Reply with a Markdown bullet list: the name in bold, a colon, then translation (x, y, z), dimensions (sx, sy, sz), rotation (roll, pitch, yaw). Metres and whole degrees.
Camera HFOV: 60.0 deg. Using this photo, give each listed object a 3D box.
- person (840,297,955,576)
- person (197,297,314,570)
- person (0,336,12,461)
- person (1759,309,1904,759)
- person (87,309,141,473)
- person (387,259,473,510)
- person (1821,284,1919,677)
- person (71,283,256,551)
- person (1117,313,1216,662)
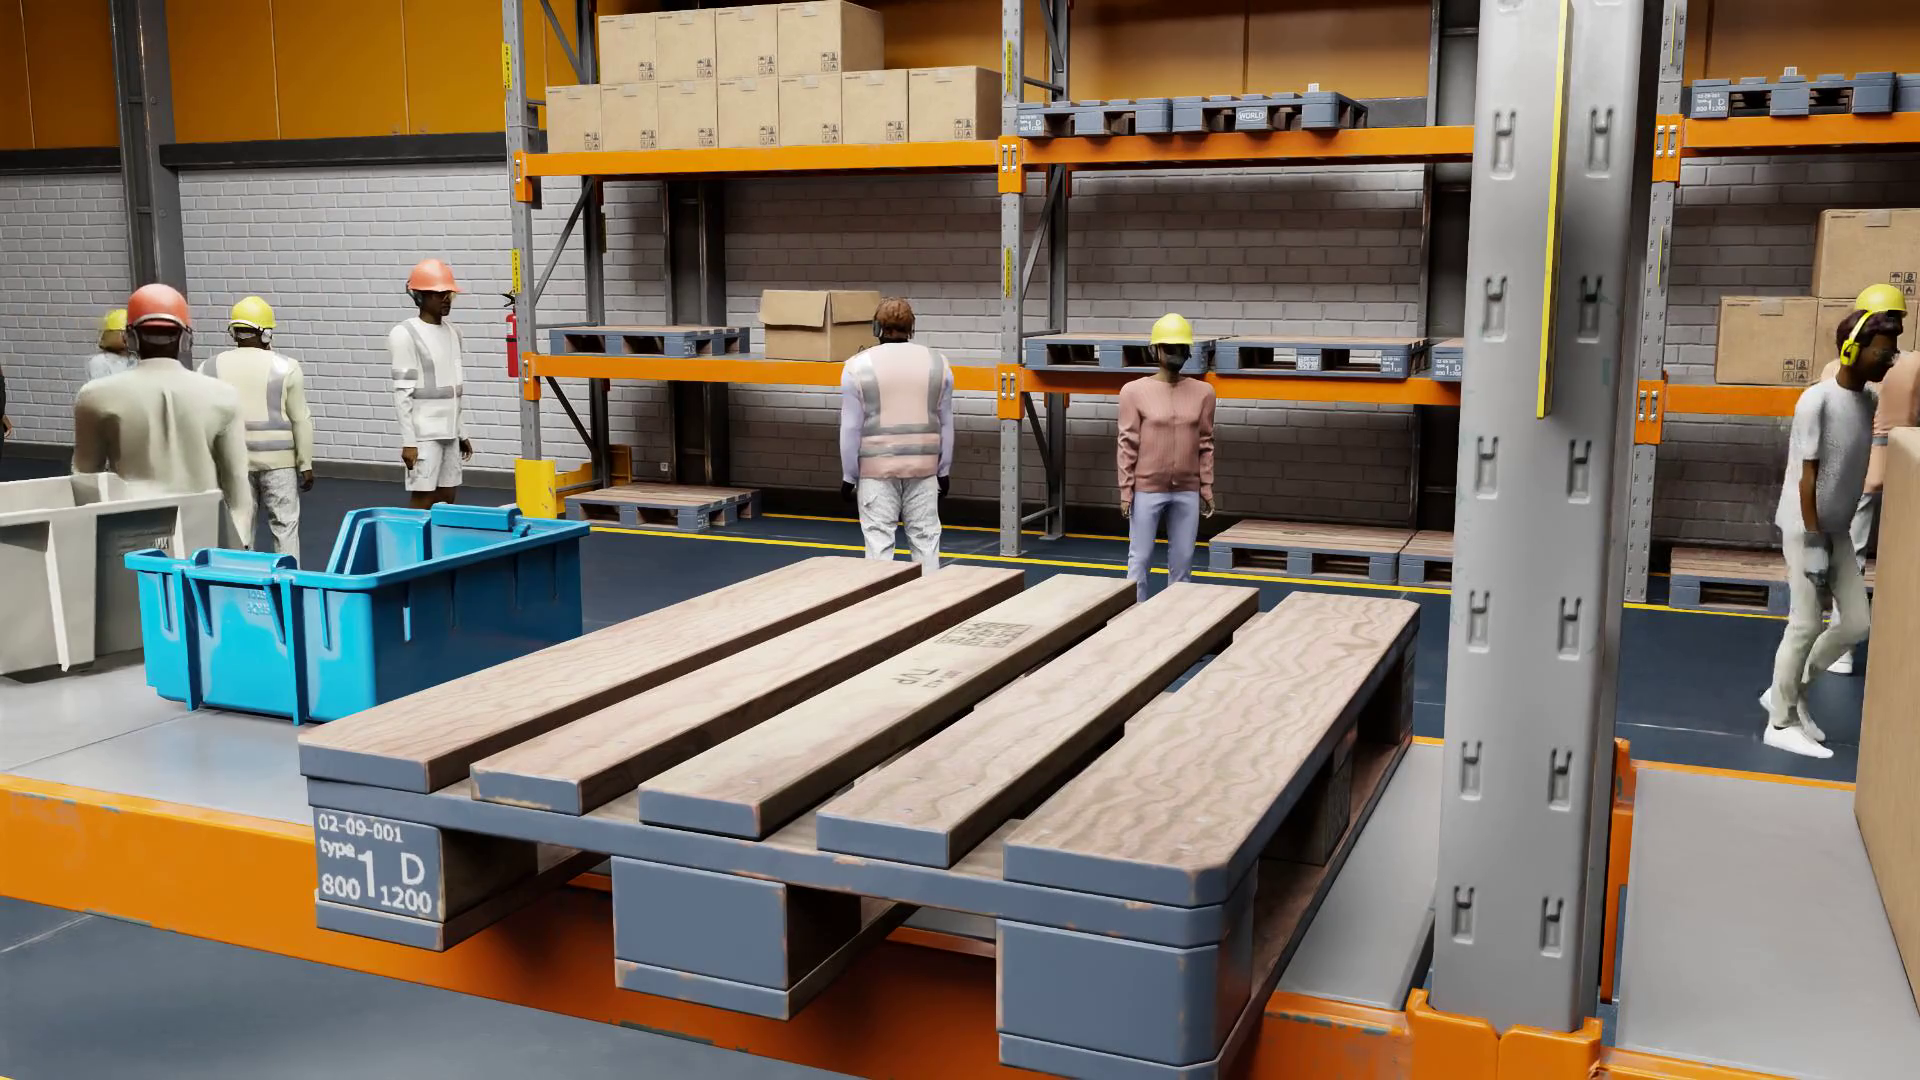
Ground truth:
- **person**: translation (-0.337, -0.357, 8.813), dimensions (0.630, 1.843, 0.429), rotation (-3, 10, -16)
- **person**: translation (-3.947, -0.449, 9.386), dimensions (0.600, 1.830, 0.403), rotation (-1, 10, -5)
- **person**: translation (-6.797, -0.886, 11.378), dimensions (0.537, 2.000, 0.683), rotation (5, 11, 26)
- **person**: translation (3.536, -0.014, 6.773), dimensions (0.513, 1.843, 0.431), rotation (-5, 11, -30)
- **person**: translation (-5.891, -0.761, 11.620), dimensions (0.839, 1.708, 0.486), rotation (5, 11, 26)
- **person**: translation (-3.112, -0.644, 9.925), dimensions (0.396, 2.042, 0.611), rotation (3, 10, 18)
- **person**: translation (4.447, -0.281, 8.126), dimensions (0.585, 1.918, 0.379), rotation (0, 9, 2)
- **person**: translation (-3.051, -0.011, 6.438), dimensions (0.611, 1.954, 0.984), rotation (-8, 12, -38)
- **person**: translation (1.043, -0.250, 8.383), dimensions (0.525, 1.772, 0.308), rotation (-3, 10, -15)
